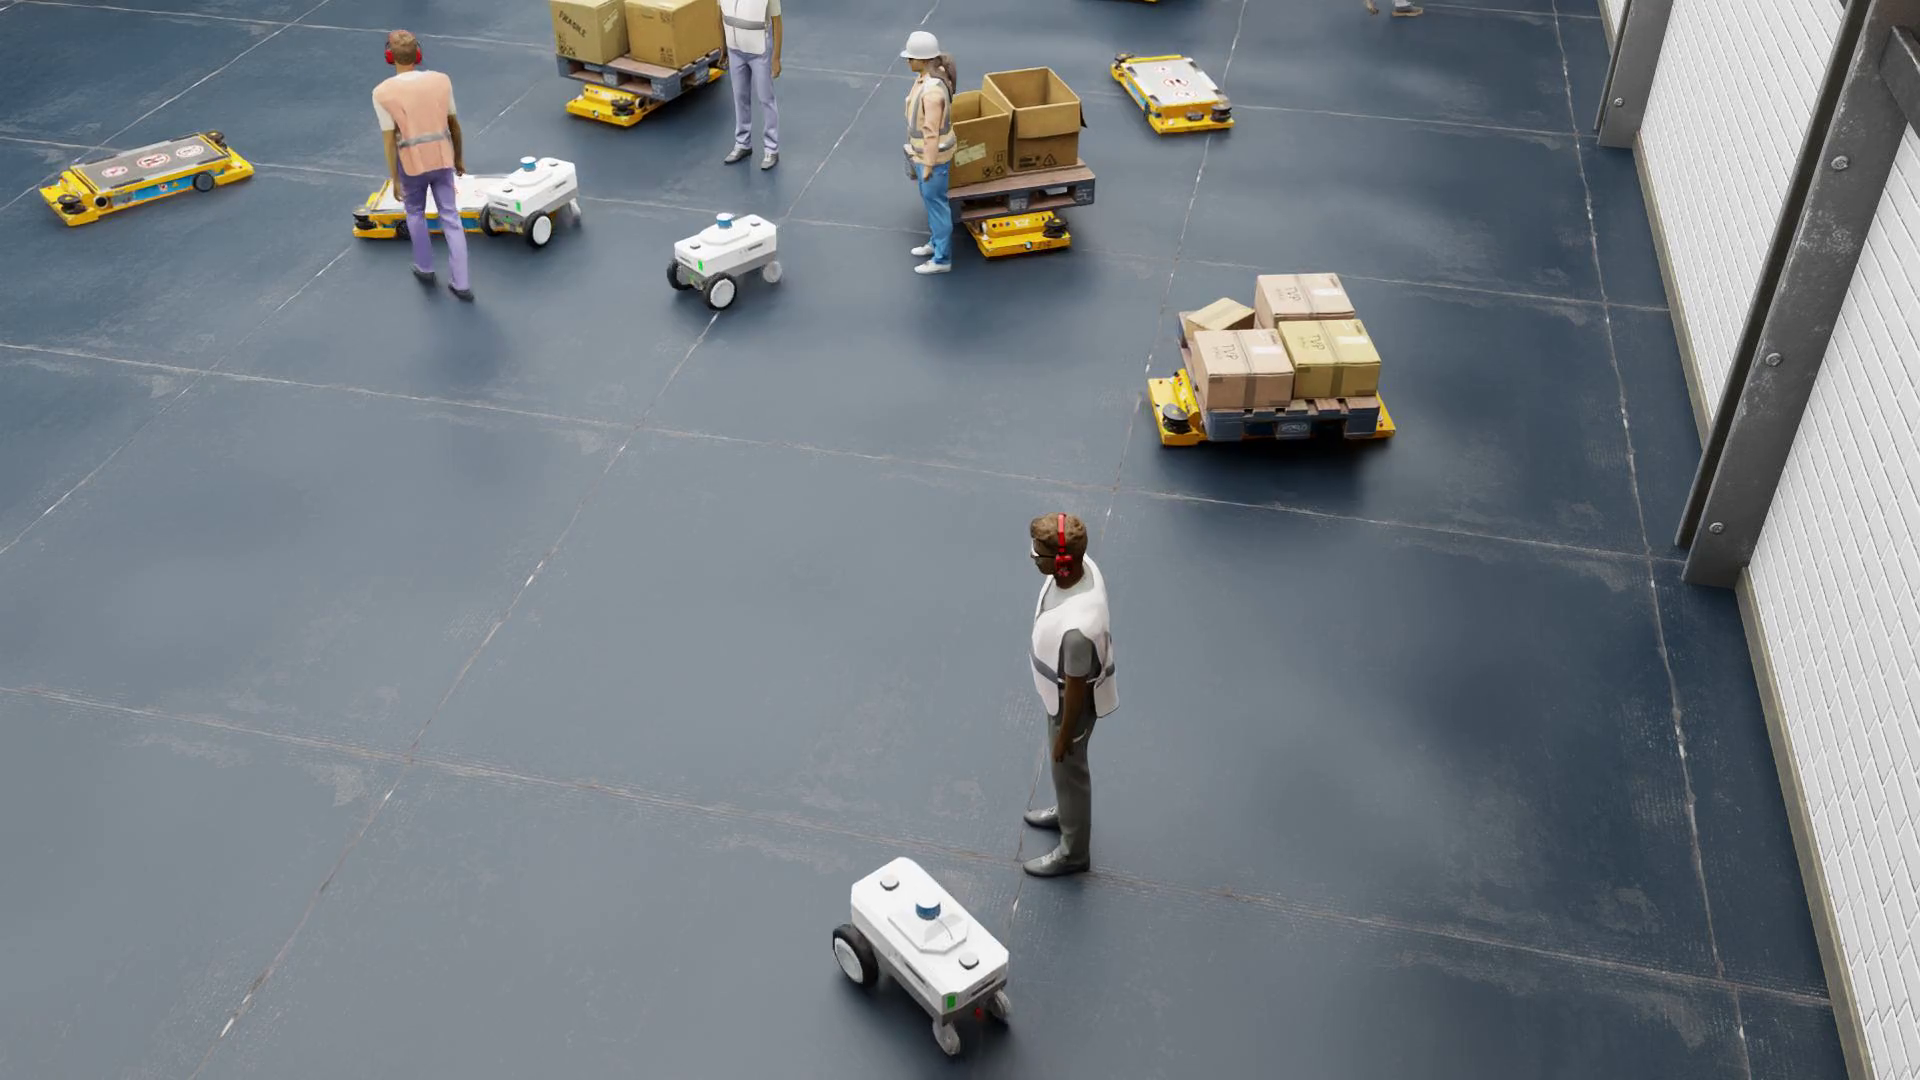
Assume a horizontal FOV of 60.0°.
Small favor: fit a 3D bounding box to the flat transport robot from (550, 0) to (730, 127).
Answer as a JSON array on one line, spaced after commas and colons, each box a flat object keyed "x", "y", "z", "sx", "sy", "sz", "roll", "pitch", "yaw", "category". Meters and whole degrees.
[{"x": -2.736, "y": -4.005, "z": 14.578, "sx": 0.659, "sy": 0.231, "sz": 1.431, "roll": 19, "pitch": 41, "yaw": 23, "category": "flat transport robot"}]

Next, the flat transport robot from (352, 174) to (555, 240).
[{"x": -3.806, "y": -2.525, "z": 12.598, "sx": 1.431, "sy": 0.231, "sz": 0.659, "roll": -2, "pitch": 37, "yaw": -3, "category": "flat transport robot"}]

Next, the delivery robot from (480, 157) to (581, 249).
[{"x": -3.186, "y": -2.530, "z": 12.381, "sx": 0.518, "sy": 0.613, "sz": 0.785, "roll": 17, "pitch": 40, "yaw": 22, "category": "delivery robot"}]

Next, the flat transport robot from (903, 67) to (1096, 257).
[{"x": 0.298, "y": -2.579, "z": 12.670, "sx": 0.659, "sy": 0.231, "sz": 1.431, "roll": -10, "pitch": 38, "yaw": -14, "category": "flat transport robot"}]

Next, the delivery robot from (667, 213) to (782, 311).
[{"x": -1.639, "y": -1.985, "z": 11.641, "sx": 0.805, "sy": 0.601, "sz": 0.499, "roll": -29, "pitch": 46, "yaw": -33, "category": "delivery robot"}]

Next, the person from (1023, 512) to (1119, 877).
[{"x": 0.470, "y": 0.656, "z": 7.038, "sx": 0.394, "sy": 1.833, "sz": 0.564, "roll": 0, "pitch": 37, "yaw": -1, "category": "person"}]

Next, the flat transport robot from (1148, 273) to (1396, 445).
[{"x": 1.932, "y": -0.860, "z": 10.370, "sx": 1.431, "sy": 0.231, "sz": 0.659, "roll": -2, "pitch": 37, "yaw": -3, "category": "flat transport robot"}]

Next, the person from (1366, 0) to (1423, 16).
[{"x": 4.207, "y": -5.864, "z": 15.729, "sx": 0.610, "sy": 1.869, "sz": 0.588, "roll": -4, "pitch": 37, "yaw": -6, "category": "person"}]

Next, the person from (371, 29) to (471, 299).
[{"x": -3.667, "y": -2.572, "z": 11.374, "sx": 0.576, "sy": 1.806, "sz": 0.739, "roll": -23, "pitch": 42, "yaw": -28, "category": "person"}]

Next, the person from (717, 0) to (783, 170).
[{"x": -1.632, "y": -3.828, "z": 13.023, "sx": 0.563, "sy": 1.846, "sz": 0.396, "roll": 16, "pitch": 40, "yaw": 20, "category": "person"}]

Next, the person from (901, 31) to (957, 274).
[{"x": -0.205, "y": -2.707, "z": 11.630, "sx": 0.378, "sy": 1.718, "sz": 0.483, "roll": -5, "pitch": 37, "yaw": -7, "category": "person"}]

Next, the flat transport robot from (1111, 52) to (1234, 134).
[{"x": 1.830, "y": -3.898, "z": 14.435, "sx": 0.659, "sy": 0.231, "sz": 1.431, "roll": -7, "pitch": 37, "yaw": -10, "category": "flat transport robot"}]

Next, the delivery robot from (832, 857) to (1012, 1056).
[{"x": -0.141, "y": 1.653, "z": 6.784, "sx": 0.499, "sy": 0.614, "sz": 0.815, "roll": -26, "pitch": 44, "yaw": -30, "category": "delivery robot"}]

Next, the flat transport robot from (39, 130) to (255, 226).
[{"x": -6.367, "y": -2.844, "z": 13.024, "sx": 1.431, "sy": 0.231, "sz": 0.659, "roll": -28, "pitch": 45, "yaw": -32, "category": "flat transport robot"}]
